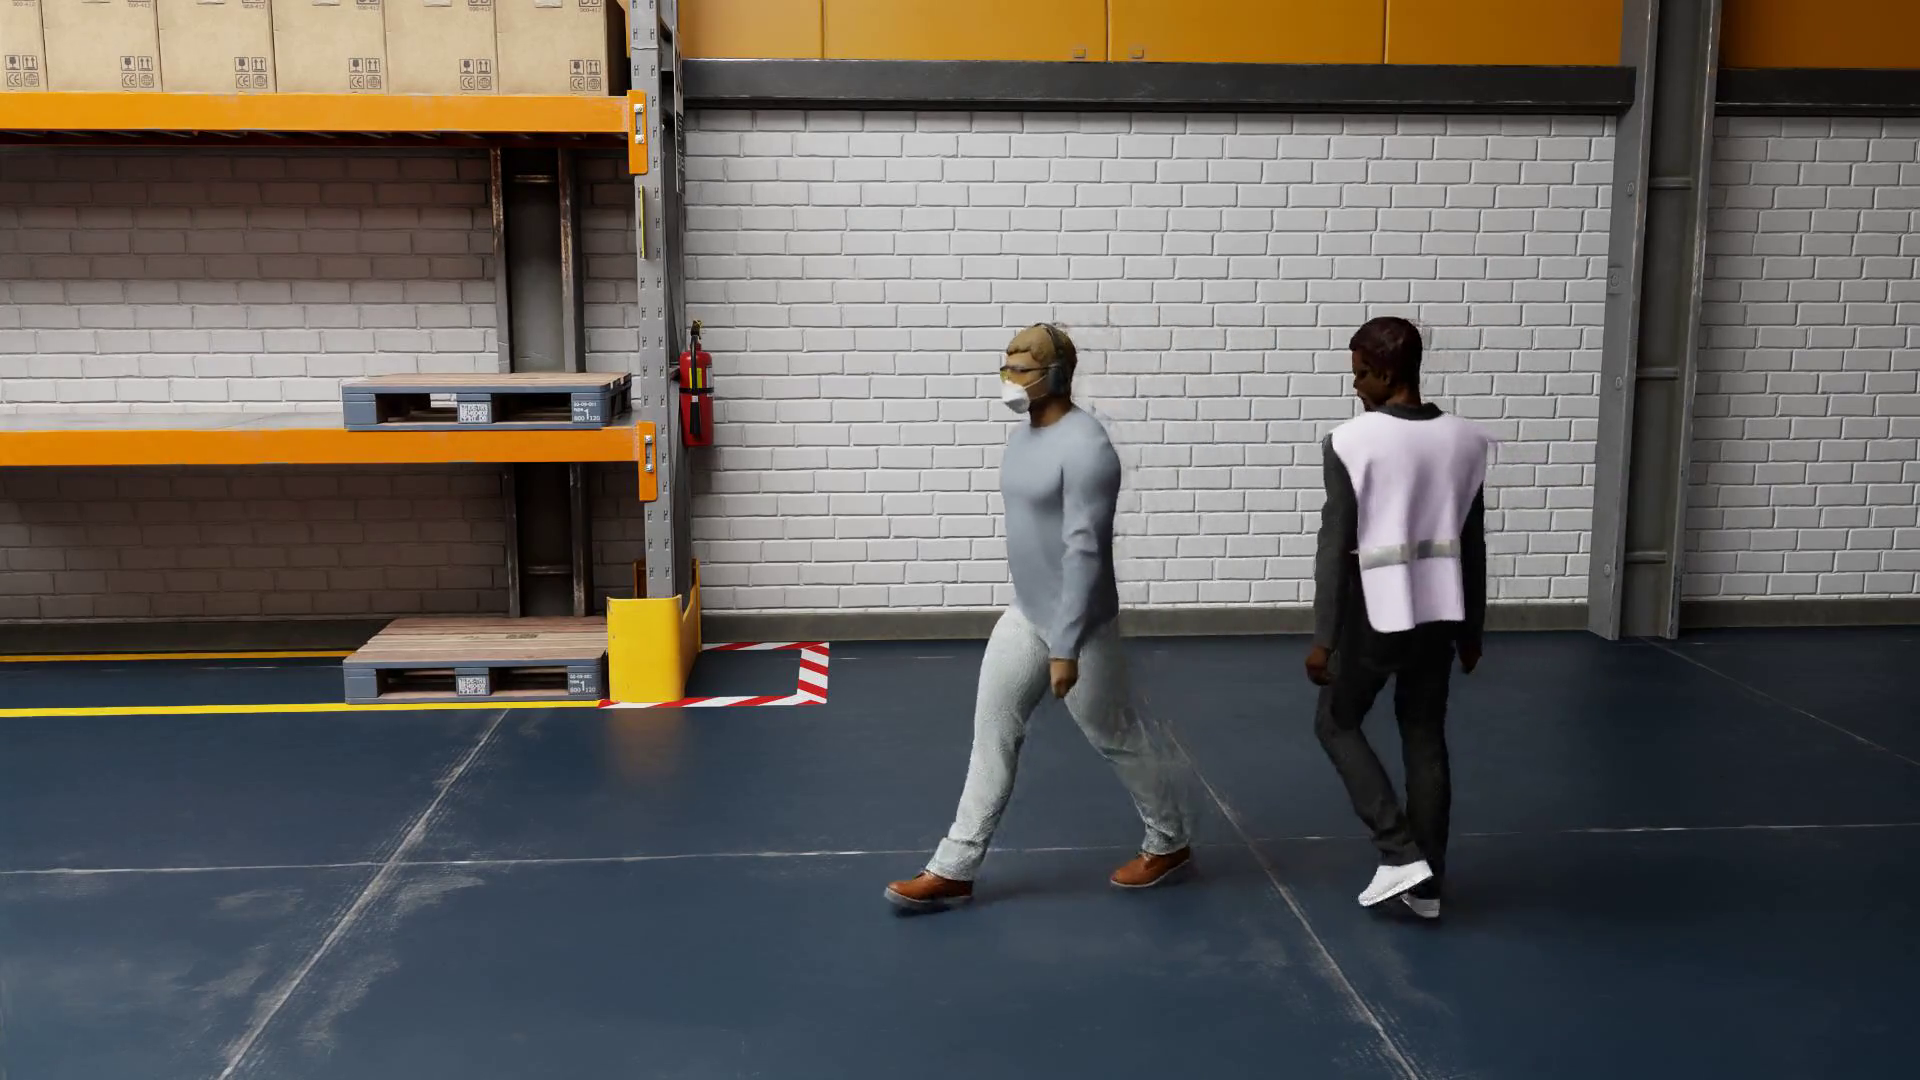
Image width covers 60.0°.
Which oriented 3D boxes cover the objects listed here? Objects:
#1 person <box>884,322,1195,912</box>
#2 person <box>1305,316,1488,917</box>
[{"bbox_3d":[0.320,0.252,5.300,1.073,1.881,0.646,-4,10,-25],"label":"person"},{"bbox_3d":[1.363,0.257,5.200,0.652,1.896,0.455,-4,10,-22],"label":"person"}]
